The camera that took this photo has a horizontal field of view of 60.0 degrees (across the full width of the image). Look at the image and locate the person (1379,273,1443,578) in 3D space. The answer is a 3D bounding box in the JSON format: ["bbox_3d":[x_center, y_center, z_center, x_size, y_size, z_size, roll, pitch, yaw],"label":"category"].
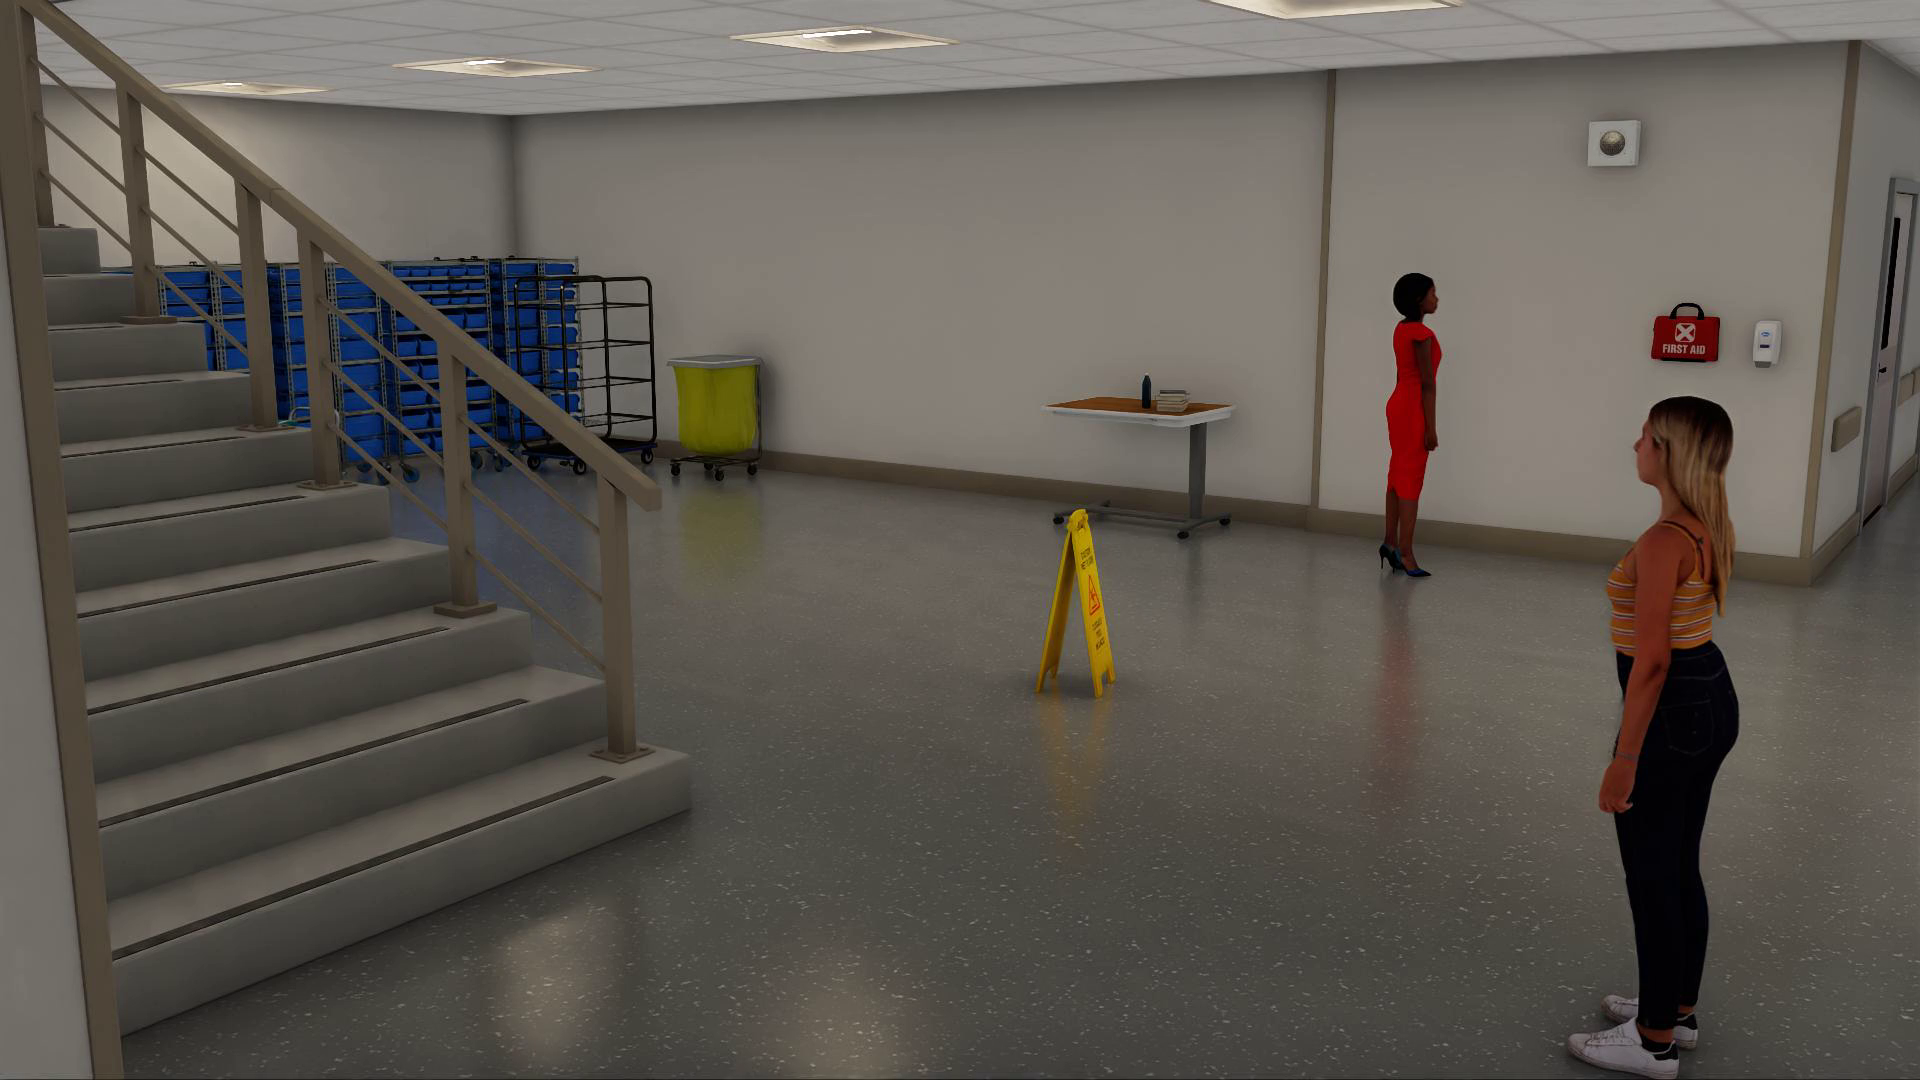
[{"bbox_3d":[2.614,-0.672,9.665,0.681,1.744,0.637,-1,11,-6],"label":"person"}]

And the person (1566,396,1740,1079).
[{"bbox_3d":[1.689,0.469,3.958,0.559,1.628,0.593,10,14,42],"label":"person"}]
